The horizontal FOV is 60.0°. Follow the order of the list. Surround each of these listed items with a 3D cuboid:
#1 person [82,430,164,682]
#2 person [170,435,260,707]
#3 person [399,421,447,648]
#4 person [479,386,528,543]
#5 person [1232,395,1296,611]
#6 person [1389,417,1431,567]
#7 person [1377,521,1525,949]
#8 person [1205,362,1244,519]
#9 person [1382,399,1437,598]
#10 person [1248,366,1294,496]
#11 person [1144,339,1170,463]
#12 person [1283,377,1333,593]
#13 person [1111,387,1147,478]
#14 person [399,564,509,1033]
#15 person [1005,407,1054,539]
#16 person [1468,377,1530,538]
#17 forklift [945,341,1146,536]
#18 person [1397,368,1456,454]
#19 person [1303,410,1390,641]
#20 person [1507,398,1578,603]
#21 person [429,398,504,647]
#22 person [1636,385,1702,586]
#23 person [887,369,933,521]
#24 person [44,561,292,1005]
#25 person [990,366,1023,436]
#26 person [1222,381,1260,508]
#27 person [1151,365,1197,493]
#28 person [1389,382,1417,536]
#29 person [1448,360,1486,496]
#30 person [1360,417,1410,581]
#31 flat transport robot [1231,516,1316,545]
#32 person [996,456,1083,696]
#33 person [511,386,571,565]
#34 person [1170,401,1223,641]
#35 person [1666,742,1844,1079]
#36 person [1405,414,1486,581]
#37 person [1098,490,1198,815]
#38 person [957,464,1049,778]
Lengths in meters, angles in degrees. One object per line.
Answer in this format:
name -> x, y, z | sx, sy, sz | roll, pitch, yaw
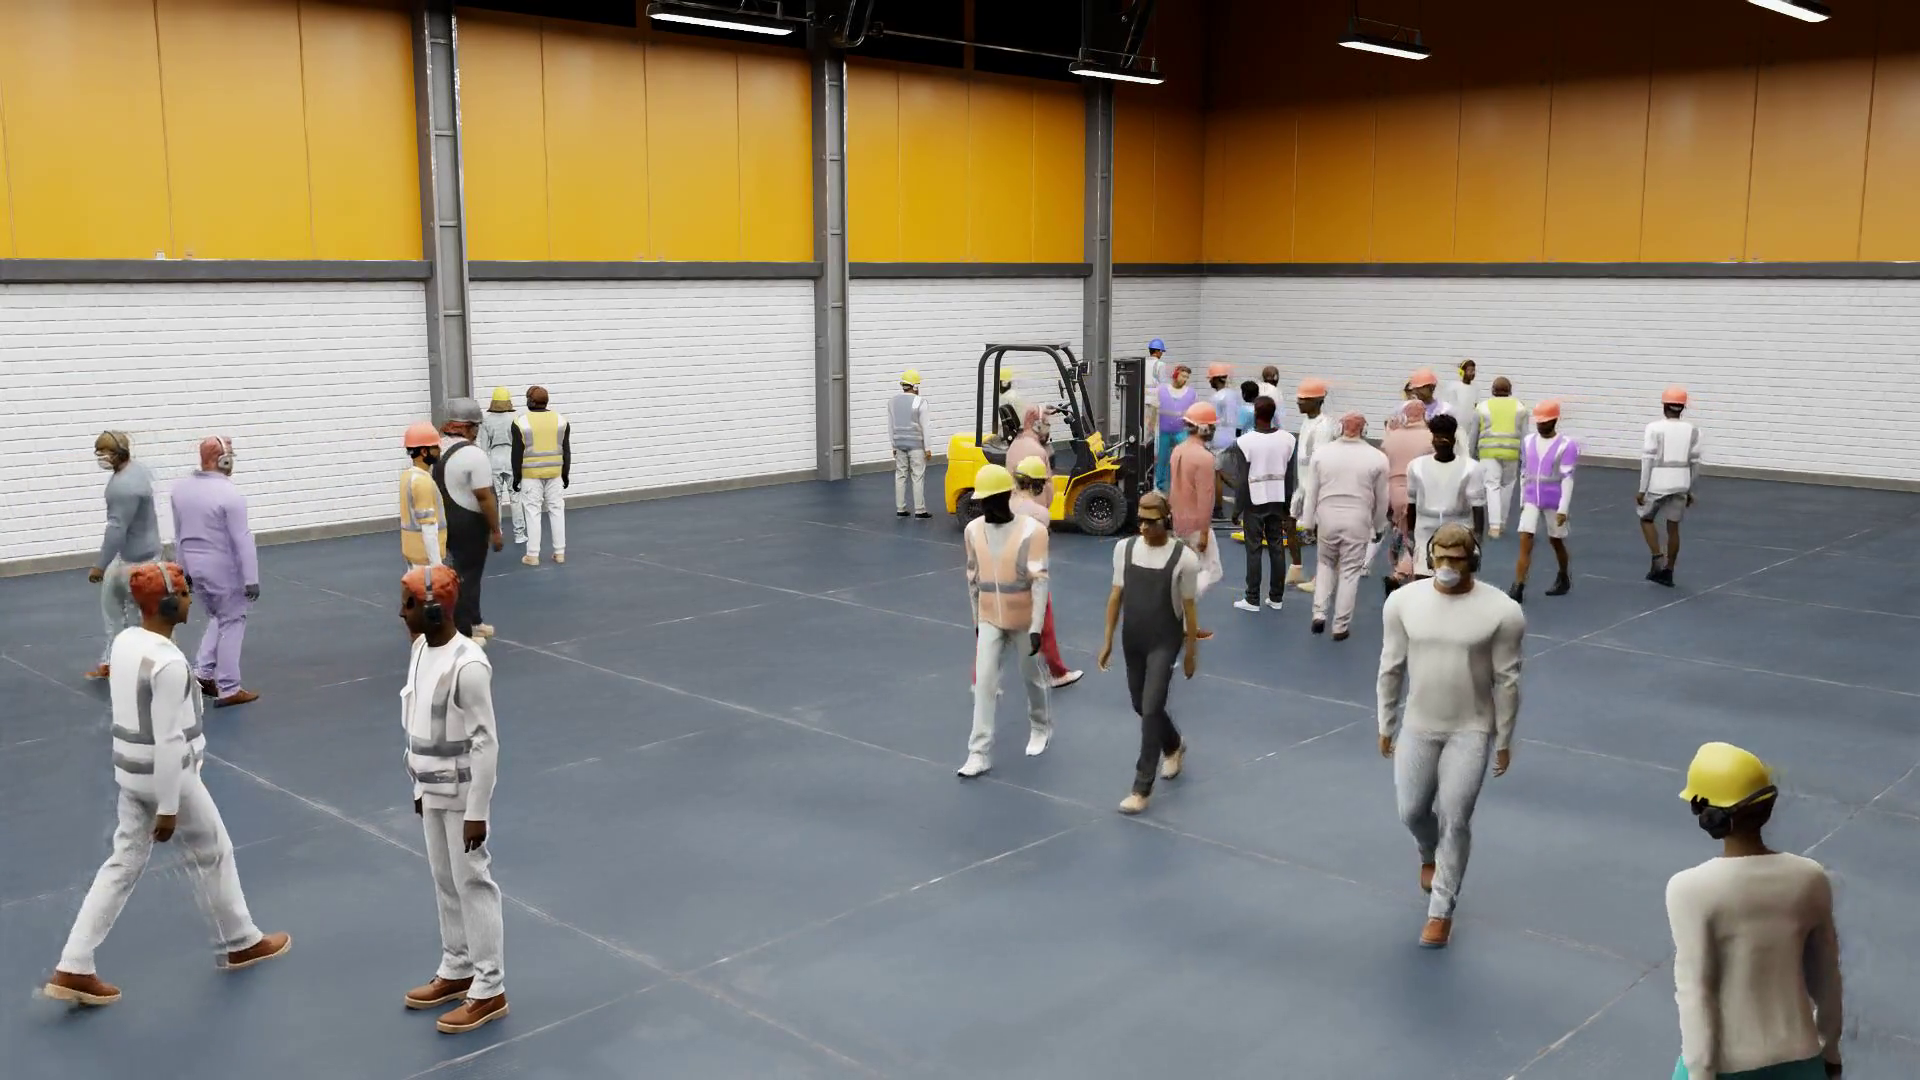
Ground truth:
person -> -6.070, 0.146, 11.989 | 0.728, 1.893, 0.665 | -6, 11, -32
person -> -5.114, 0.217, 11.547 | 0.676, 1.889, 0.428 | 5, 10, 26
person -> -3.862, 0.106, 12.078 | 0.349, 1.942, 0.545 | -5, 11, -30
person -> -5.040, -0.825, 18.392 | 0.487, 1.744, 0.294 | -1, 9, -9
person -> 2.692, -0.319, 14.762 | 0.590, 1.917, 0.392 | -4, 10, -21
person -> 4.509, -0.460, 16.511 | 0.518, 1.618, 0.442 | -3, 10, -15
person -> 2.231, 0.850, 7.604 | 0.631, 1.921, 0.656 | 5, 10, 26
person -> 3.181, -1.183, 20.078 | 0.544, 1.916, 0.541 | 6, 11, 33
person -> 4.066, -0.333, 15.030 | 0.777, 1.870, 0.678 | -7, 12, -38
person -> 4.037, -1.321, 21.275 | 0.906, 1.787, 0.685 | -3, 10, -18
person -> 3.046, -2.181, 26.115 | 0.403, 1.937, 0.604 | -7, 12, -37
person -> 3.186, -0.497, 15.511 | 0.689, 2.023, 0.632 | -1, 9, -5
person -> 2.180, -1.287, 21.728 | 0.895, 1.578, 0.487 | 6, 11, 34
person -> -2.038, 1.018, 6.660 | 0.346, 1.882, 0.578 | -7, 12, -39
person -> 0.562, -0.186, 14.126 | 0.499, 1.877, 0.802 | -2, 9, -12
person -> 6.148, -0.964, 19.042 | 0.648, 1.800, 0.893 | 1, 9, 9
forklift -> 0.977, -1.223, 19.452 | 2.313, 2.155, 1.214 | 2, 9, 11
person -> 4.939, -0.834, 17.661 | 0.630, 2.014, 0.792 | 3, 10, 20
person -> 3.172, -0.121, 13.655 | 0.666, 1.881, 0.523 | 4, 10, 21
person -> 5.350, -0.363, 15.182 | 1.033, 1.876, 0.553 | -9, 13, -43
person -> -3.885, -0.148, 13.334 | 0.715, 2.000, 0.723 | 7, 12, 37
person -> 6.767, -0.516, 15.945 | 0.587, 1.921, 0.426 | 0, 9, -1
person -> -0.584, -1.149, 20.107 | 0.589, 1.833, 0.404 | 6, 11, 31
person -> -3.370, 1.002, 6.935 | 0.571, 1.844, 0.989 | 7, 12, 38
person -> 0.548, -1.275, 20.921 | 0.460, 1.811, 0.626 | -1, 9, -6
person -> 3.576, -1.146, 20.635 | 0.837, 1.644, 0.533 | 7, 12, 38
person -> 2.811, -1.422, 21.979 | 0.612, 1.787, 0.738 | 1, 9, 4
person -> 5.042, -0.889, 18.532 | 0.585, 1.830, 0.652 | 1, 9, 3
person -> 6.805, -1.517, 22.416 | 0.540, 1.823, 0.971 | -5, 10, -26
person -> 4.141, -0.383, 16.099 | 0.834, 1.591, 0.536 | -2, 9, -12
flat transport robot -> 3.789, -0.122, 18.586 | 1.431, 0.197, 0.652 | -5, 11, -30
person -> 0.463, 0.257, 11.854 | 0.924, 1.709, 0.537 | -8, 12, -40
person -> -4.316, -0.665, 17.111 | 0.634, 1.843, 0.429 | -6, 11, -34
person -> 1.870, -0.131, 13.439 | 0.485, 1.979, 0.612 | -4, 10, -21
person -> 2.261, 1.445, 4.613 | 0.560, 1.701, 0.965 | -1, 9, -9
person -> 3.730, -0.008, 12.844 | 0.617, 1.915, 0.956 | 3, 10, 20
person -> 1.124, 0.593, 9.532 | 0.520, 1.815, 0.893 | 6, 11, 33
person -> 0.291, 0.461, 10.128 | 0.598, 1.874, 0.976 | 4, 10, 24
